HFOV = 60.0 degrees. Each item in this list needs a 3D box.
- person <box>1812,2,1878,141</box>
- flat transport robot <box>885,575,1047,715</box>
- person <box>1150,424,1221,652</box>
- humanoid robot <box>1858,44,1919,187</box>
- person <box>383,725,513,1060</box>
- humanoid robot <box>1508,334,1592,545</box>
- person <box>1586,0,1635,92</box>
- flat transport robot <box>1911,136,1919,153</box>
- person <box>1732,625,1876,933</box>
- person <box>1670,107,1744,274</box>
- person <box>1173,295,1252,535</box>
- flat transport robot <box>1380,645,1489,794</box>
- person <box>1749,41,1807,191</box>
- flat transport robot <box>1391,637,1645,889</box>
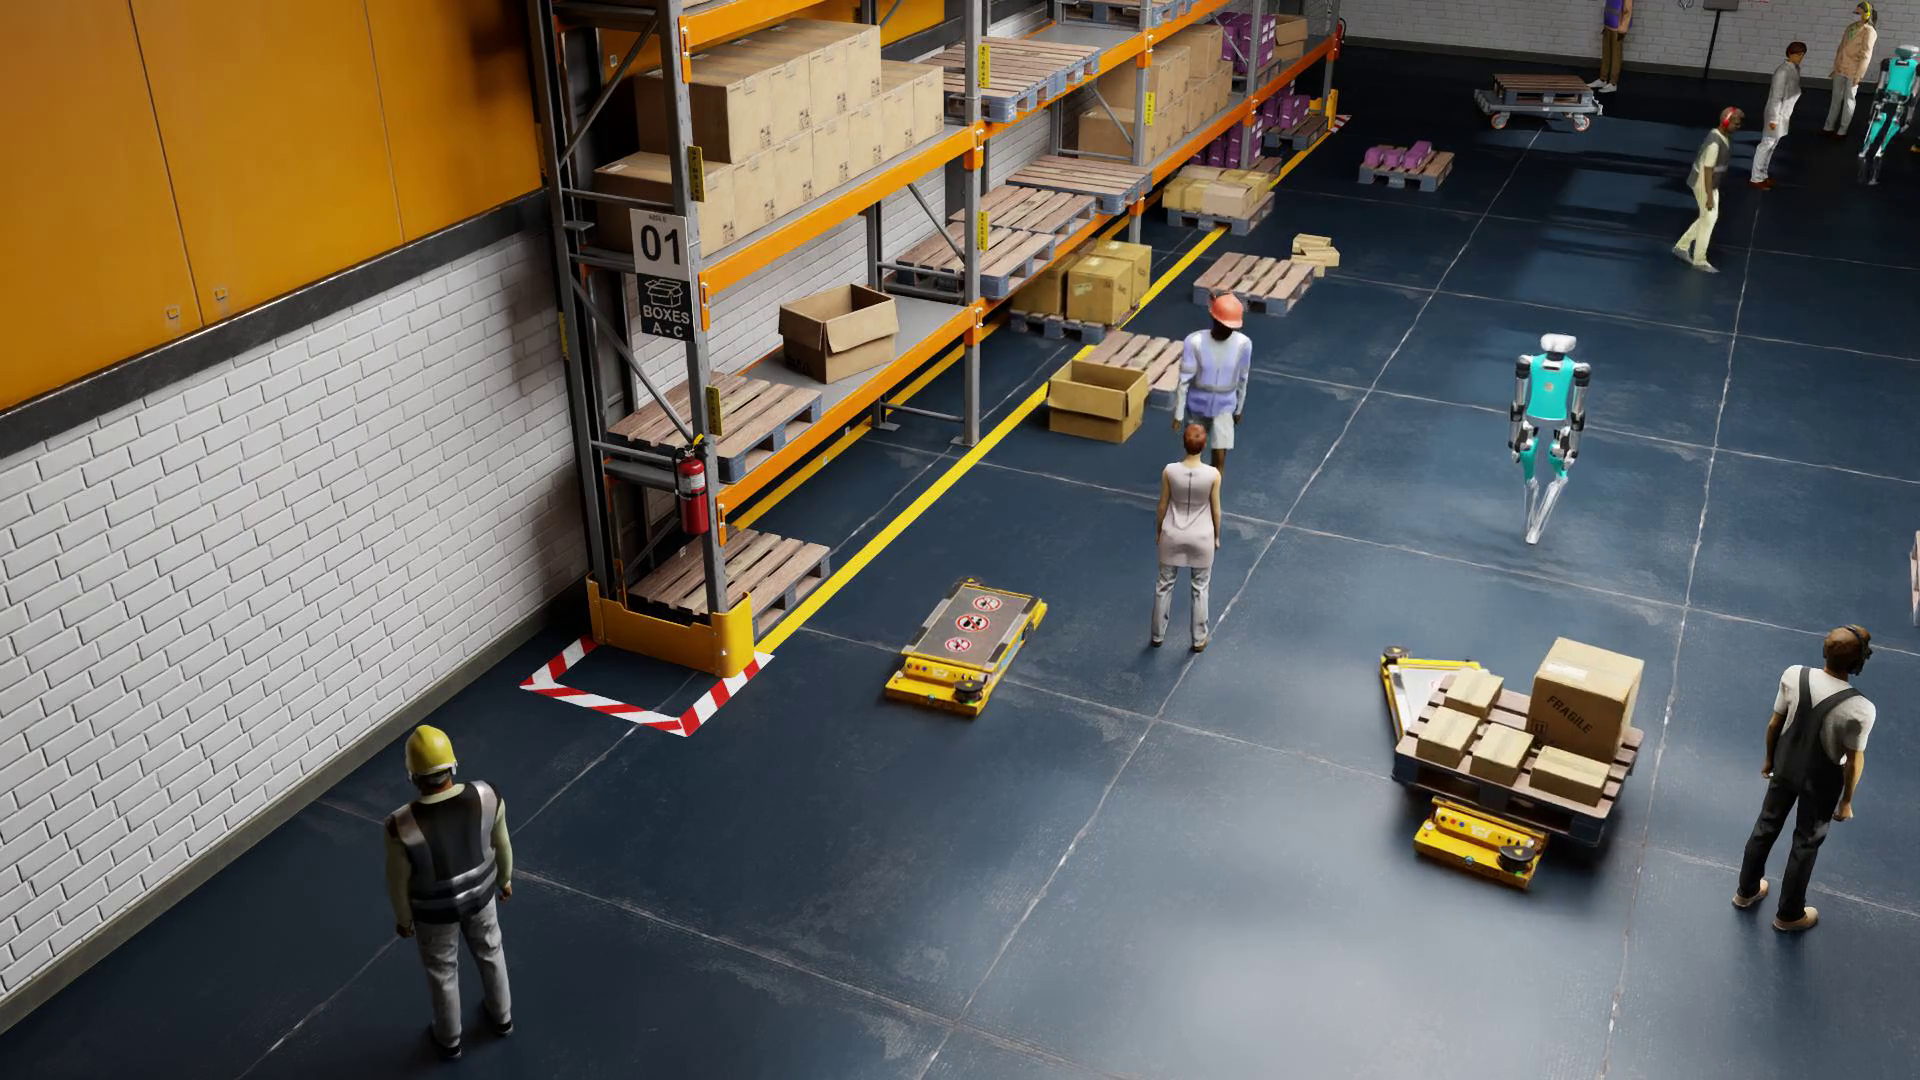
[{"bbox_3d":[12.373,-6.516,23.121,0.414,1.877,0.551,-7,29,-13],"label":"person"},{"bbox_3d":[0.066,0.702,11.426,0.659,0.231,1.431,10,30,19],"label":"flat transport robot"},{"bbox_3d":[1.544,-0.008,11.288,0.437,1.650,0.287,6,29,11],"label":"person"},{"bbox_3d":[11.672,-5.303,21.013,0.705,1.786,0.545,-24,36,-37],"label":"humanoid robot"},{"bbox_3d":[-2.425,1.688,7.970,0.597,1.818,0.403,-22,35,-35],"label":"person"},{"bbox_3d":[4.458,-0.734,12.659,0.550,1.912,0.732,14,31,24],"label":"humanoid robot"},{"bbox_3d":[10.109,-7.902,25.639,0.437,1.922,0.532,-5,29,-9],"label":"person"},{"bbox_3d":[13.765,-5.289,22.535,1.431,0.231,0.659,22,35,35],"label":"flat transport robot"},{"bbox_3d":[4.465,1.250,8.750,0.342,1.845,0.509,-17,33,-29],"label":"person"},{"bbox_3d":[8.209,-3.853,18.228,0.629,1.824,0.659,16,32,27],"label":"person"},{"bbox_3d":[1.942,-1.011,12.909,0.569,1.872,1.020,3,28,5],"label":"person"},{"bbox_3d":[3.101,1.144,10.606,0.659,0.231,1.431,3,28,5],"label":"flat transport robot"},{"bbox_3d":[10.372,-5.373,21.051,0.369,1.827,0.505,24,37,37],"label":"person"},{"bbox_3d":[3.265,1.514,9.920,0.659,0.231,1.431,17,33,28],"label":"flat transport robot"}]
